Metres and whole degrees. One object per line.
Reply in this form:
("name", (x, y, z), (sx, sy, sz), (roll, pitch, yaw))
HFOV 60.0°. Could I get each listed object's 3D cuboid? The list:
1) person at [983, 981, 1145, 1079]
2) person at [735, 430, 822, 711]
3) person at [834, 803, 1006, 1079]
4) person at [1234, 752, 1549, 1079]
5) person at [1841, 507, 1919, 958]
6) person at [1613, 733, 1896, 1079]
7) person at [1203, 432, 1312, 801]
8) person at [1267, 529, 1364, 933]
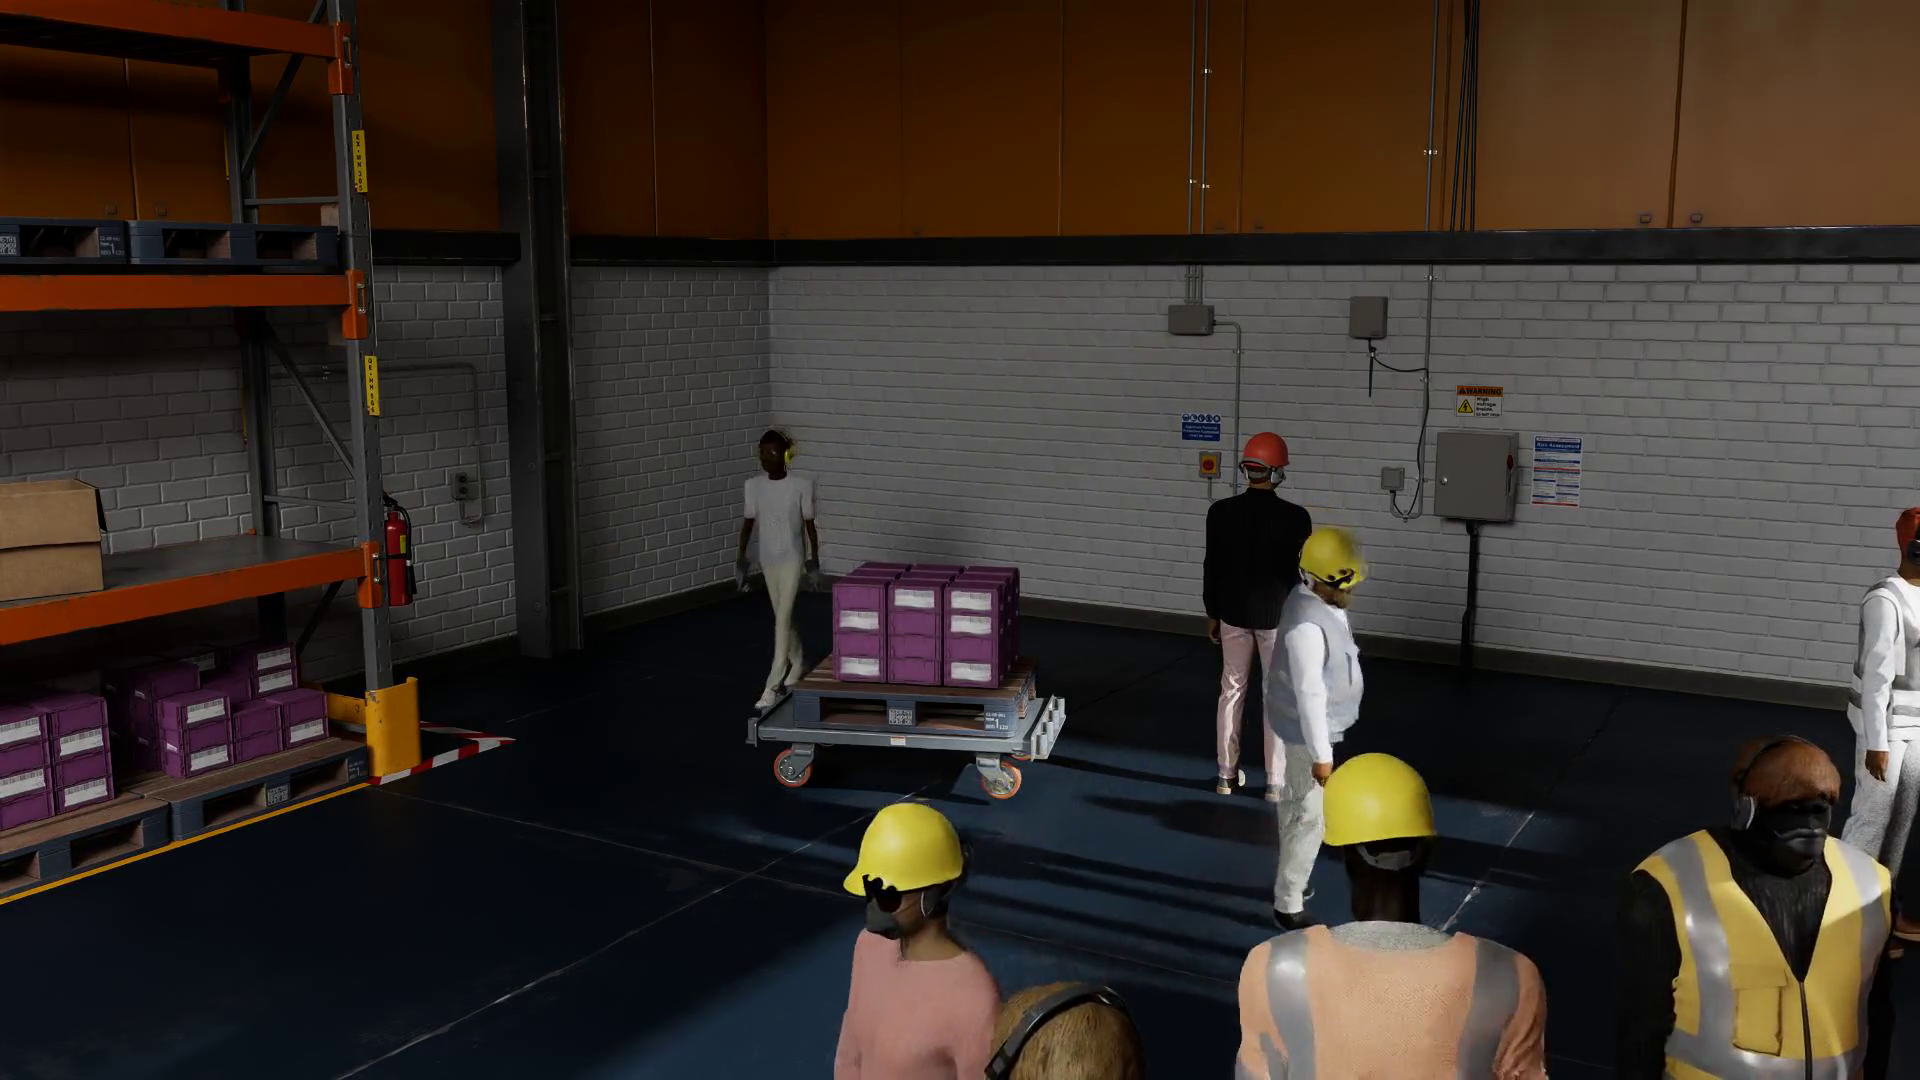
("person", (0.111, 1.515, 2.299), (0.627, 1.935, 0.371), (-5, 11, -31))
("person", (-1.209, 0.160, 11.157), (0.537, 1.815, 0.990), (3, 10, 18))
("person", (-0.063, 1.400, 3.696), (0.920, 1.725, 0.537), (-5, 10, -29))
("person", (0.851, 1.374, 3.293), (0.612, 1.900, 0.474), (3, 10, 19))
("person", (3.933, 0.793, 6.988), (0.581, 1.879, 0.350), (-8, 12, -40))
("person", (1.798, 1.328, 3.792), (0.619, 1.835, 0.430), (0, 9, -2))
("person", (1.619, 0.413, 8.985), (0.622, 1.994, 0.381), (5, 11, 30))
("person", (1.541, 0.806, 7.230), (0.406, 1.785, 0.723), (2, 9, 14))
